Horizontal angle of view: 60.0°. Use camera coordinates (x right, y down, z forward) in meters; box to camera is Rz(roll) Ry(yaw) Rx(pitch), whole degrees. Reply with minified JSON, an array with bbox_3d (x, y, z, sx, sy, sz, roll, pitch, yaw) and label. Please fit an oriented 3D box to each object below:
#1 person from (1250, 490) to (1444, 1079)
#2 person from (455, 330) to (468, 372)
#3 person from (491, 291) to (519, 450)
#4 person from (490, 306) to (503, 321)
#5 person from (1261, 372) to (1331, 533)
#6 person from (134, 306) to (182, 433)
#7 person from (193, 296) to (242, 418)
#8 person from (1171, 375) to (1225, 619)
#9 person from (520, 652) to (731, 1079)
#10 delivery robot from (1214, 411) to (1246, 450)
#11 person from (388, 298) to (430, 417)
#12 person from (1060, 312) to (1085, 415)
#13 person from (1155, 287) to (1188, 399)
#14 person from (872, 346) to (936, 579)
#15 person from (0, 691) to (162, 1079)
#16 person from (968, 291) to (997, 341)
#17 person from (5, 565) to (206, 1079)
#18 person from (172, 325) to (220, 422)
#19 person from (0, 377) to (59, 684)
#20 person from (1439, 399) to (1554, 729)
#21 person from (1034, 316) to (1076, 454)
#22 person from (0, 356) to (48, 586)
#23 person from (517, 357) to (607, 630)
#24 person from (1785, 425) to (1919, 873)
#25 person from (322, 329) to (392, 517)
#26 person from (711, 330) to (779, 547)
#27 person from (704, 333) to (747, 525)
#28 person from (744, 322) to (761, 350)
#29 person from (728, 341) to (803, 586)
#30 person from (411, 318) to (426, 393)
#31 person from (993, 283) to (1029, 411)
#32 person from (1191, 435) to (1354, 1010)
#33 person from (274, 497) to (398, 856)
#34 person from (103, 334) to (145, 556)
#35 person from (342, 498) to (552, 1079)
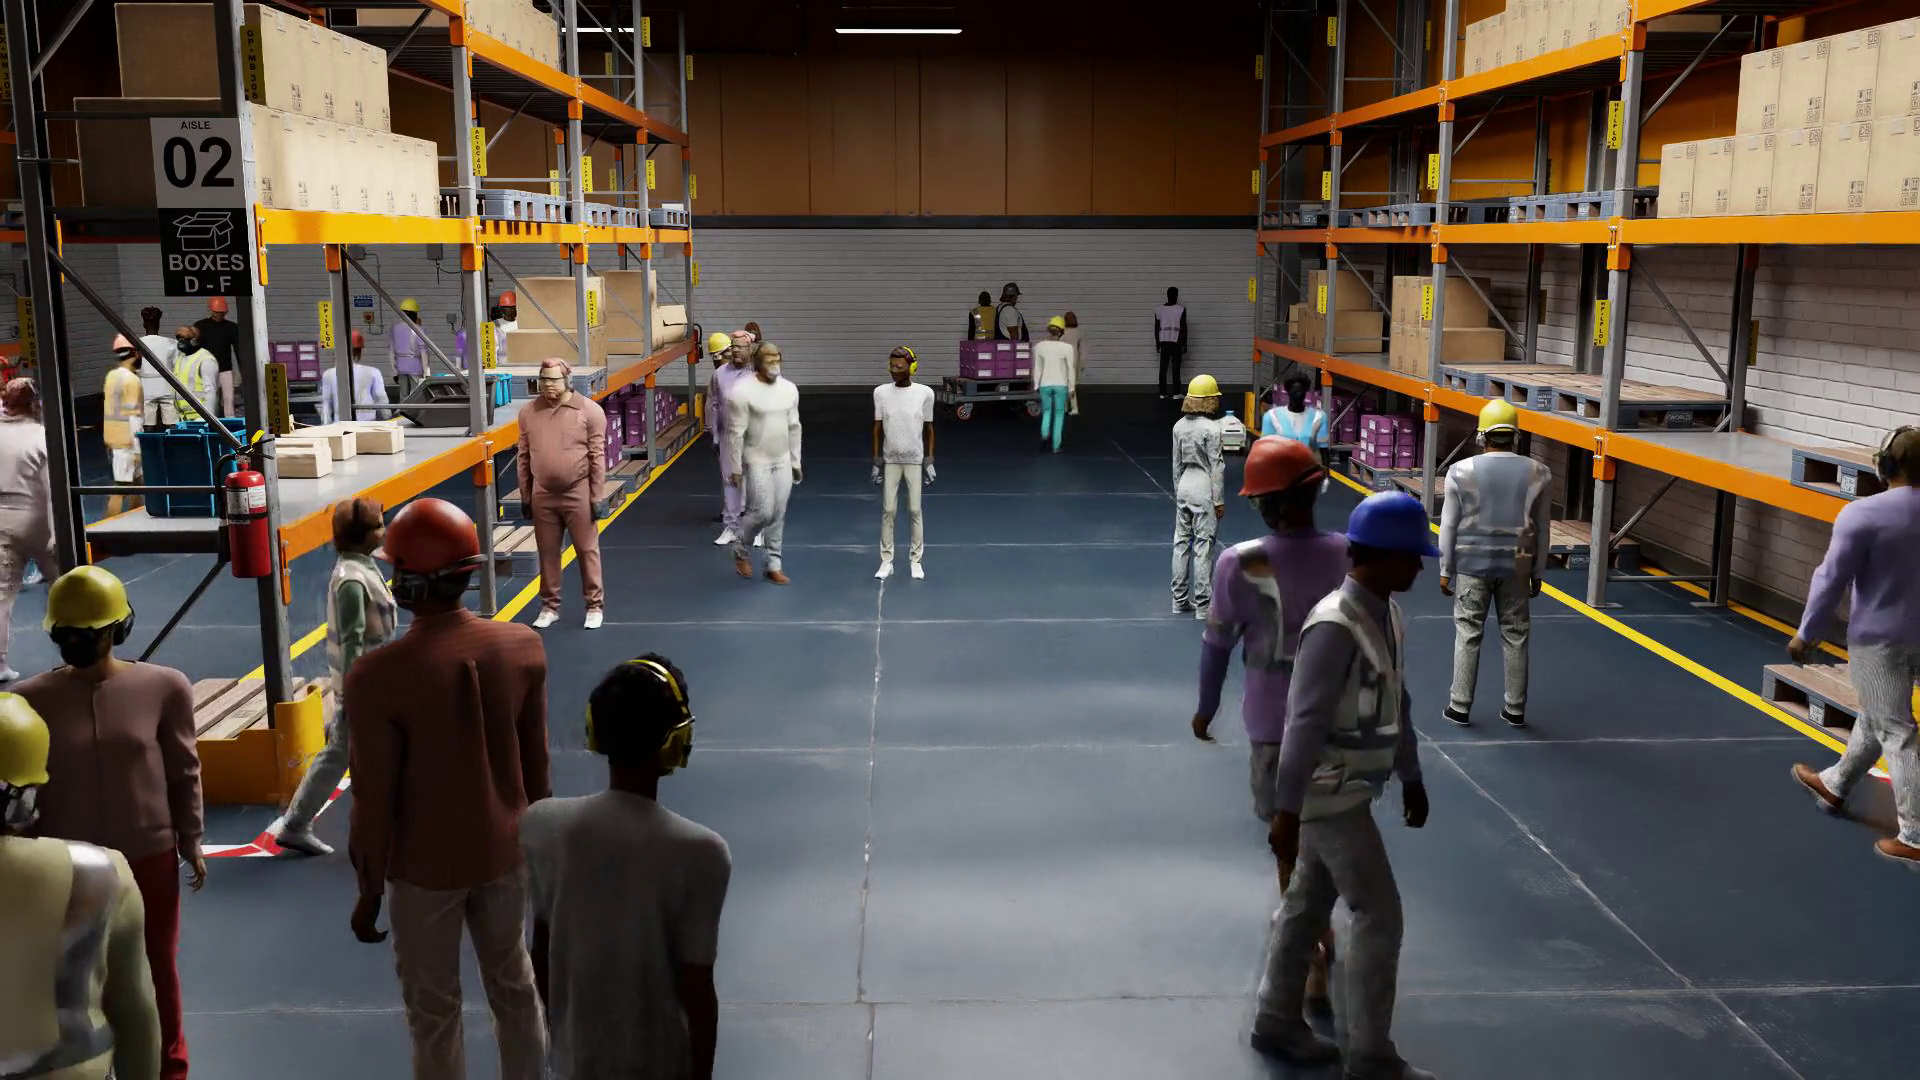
[{"bbox_3d":[1.288,0.796,5.249,0.805,1.909,0.646,5,11,27],"label":"person"},{"bbox_3d":[-6.278,-2.121,21.597,0.538,1.874,0.982,-8,13,-38],"label":"person"},{"bbox_3d":[-5.800,-2.188,21.528,0.389,2.045,0.606,8,13,37],"label":"person"},{"bbox_3d":[-7.068,-2.719,25.455,0.536,1.696,0.318,-3,11,-18],"label":"person"},{"bbox_3d":[2.668,-0.502,13.198,0.556,1.646,0.855,0,10,1],"label":"person"},{"bbox_3d":[-8.988,-1.630,18.632,0.612,1.965,0.361,-5,11,-26],"label":"person"},{"bbox_3d":[-9.978,-2.311,22.422,0.650,1.966,0.520,-8,13,-37],"label":"person"},{"bbox_3d":[1.719,-0.309,11.899,0.294,1.744,0.486,-7,12,-34],"label":"person"},{"bbox_3d":[-0.736,1.157,3.533,0.521,1.827,0.950,2,10,11],"label":"person"},{"bbox_3d":[3.394,-1.381,20.918,0.477,0.478,0.707,1,10,3],"label":"delivery robot"},{"bbox_3d":[-7.381,-2.286,22.399,0.594,1.924,0.382,3,11,18],"label":"person"},{"bbox_3d":[1.693,-2.751,25.924,0.514,1.587,0.847,-4,11,-23],"label":"person"},{"bbox_3d":[3.610,-3.368,28.462,0.590,1.915,0.387,6,12,30],"label":"person"},{"bbox_3d":[-0.447,-0.610,13.241,0.513,1.865,0.329,1,10,4],"label":"person"},{"bbox_3d":[-1.901,1.209,3.306,0.611,1.787,0.665,-7,12,-33],"label":"person"},{"bbox_3d":[0.429,-3.321,28.410,0.630,1.840,0.429,-3,11,-16],"label":"person"},{"bbox_3d":[-2.500,0.937,4.903,0.526,1.765,0.329,-6,12,-29],"label":"person"},{"bbox_3d":[-7.855,-1.288,17.119,0.624,1.834,0.430,8,13,37],"label":"person"},{"bbox_3d":[-5.758,-0.078,10.320,0.666,1.848,1.035,1,10,6],"label":"person"},{"bbox_3d":[2.945,0.138,9.201,0.591,1.823,0.405,1,10,6],"label":"person"},{"bbox_3d":[1.210,-1.952,21.024,0.542,1.750,0.367,4,11,21],"label":"person"},{"bbox_3d":[-7.343,-0.493,12.726,0.603,1.804,0.894,3,11,16],"label":"person"},{"bbox_3d":[-2.755,-0.315,11.516,0.635,1.899,0.398,1,10,7],"label":"person"},{"bbox_3d":[4.063,0.431,7.381,0.648,1.877,1.033,-3,10,-14],"label":"person"},{"bbox_3d":[-5.551,-0.996,15.363,0.558,1.879,1.035,1,10,6],"label":"person"},{"bbox_3d":[-1.912,-0.888,14.667,0.639,1.910,0.405,3,11,17],"label":"person"},{"bbox_3d":[-2.225,-1.053,15.826,0.404,1.821,0.588,2,10,13],"label":"person"},{"bbox_3d":[-2.718,-2.040,21.843,0.500,1.634,0.281,3,11,18],"label":"person"},{"bbox_3d":[-1.511,-0.593,13.003,0.627,1.925,0.450,-10,14,-44],"label":"person"},{"bbox_3d":[-7.509,-2.248,22.987,0.309,1.641,0.514,-7,13,-35],"label":"person"},{"bbox_3d":[0.832,-3.067,26.433,0.539,2.000,0.688,-4,11,-20],"label":"person"},{"bbox_3d":[1.163,0.625,5.942,0.626,2.007,0.683,-3,11,-16],"label":"person"},{"bbox_3d":[-2.607,0.602,7.219,0.839,1.599,0.525,-3,11,-18],"label":"person"},{"bbox_3d":[-7.178,-0.831,14.407,0.641,1.891,0.637,-9,14,-41],"label":"person"},{"bbox_3d":[-1.405,0.872,4.613,0.375,1.997,0.612,8,13,39],"label":"person"}]
